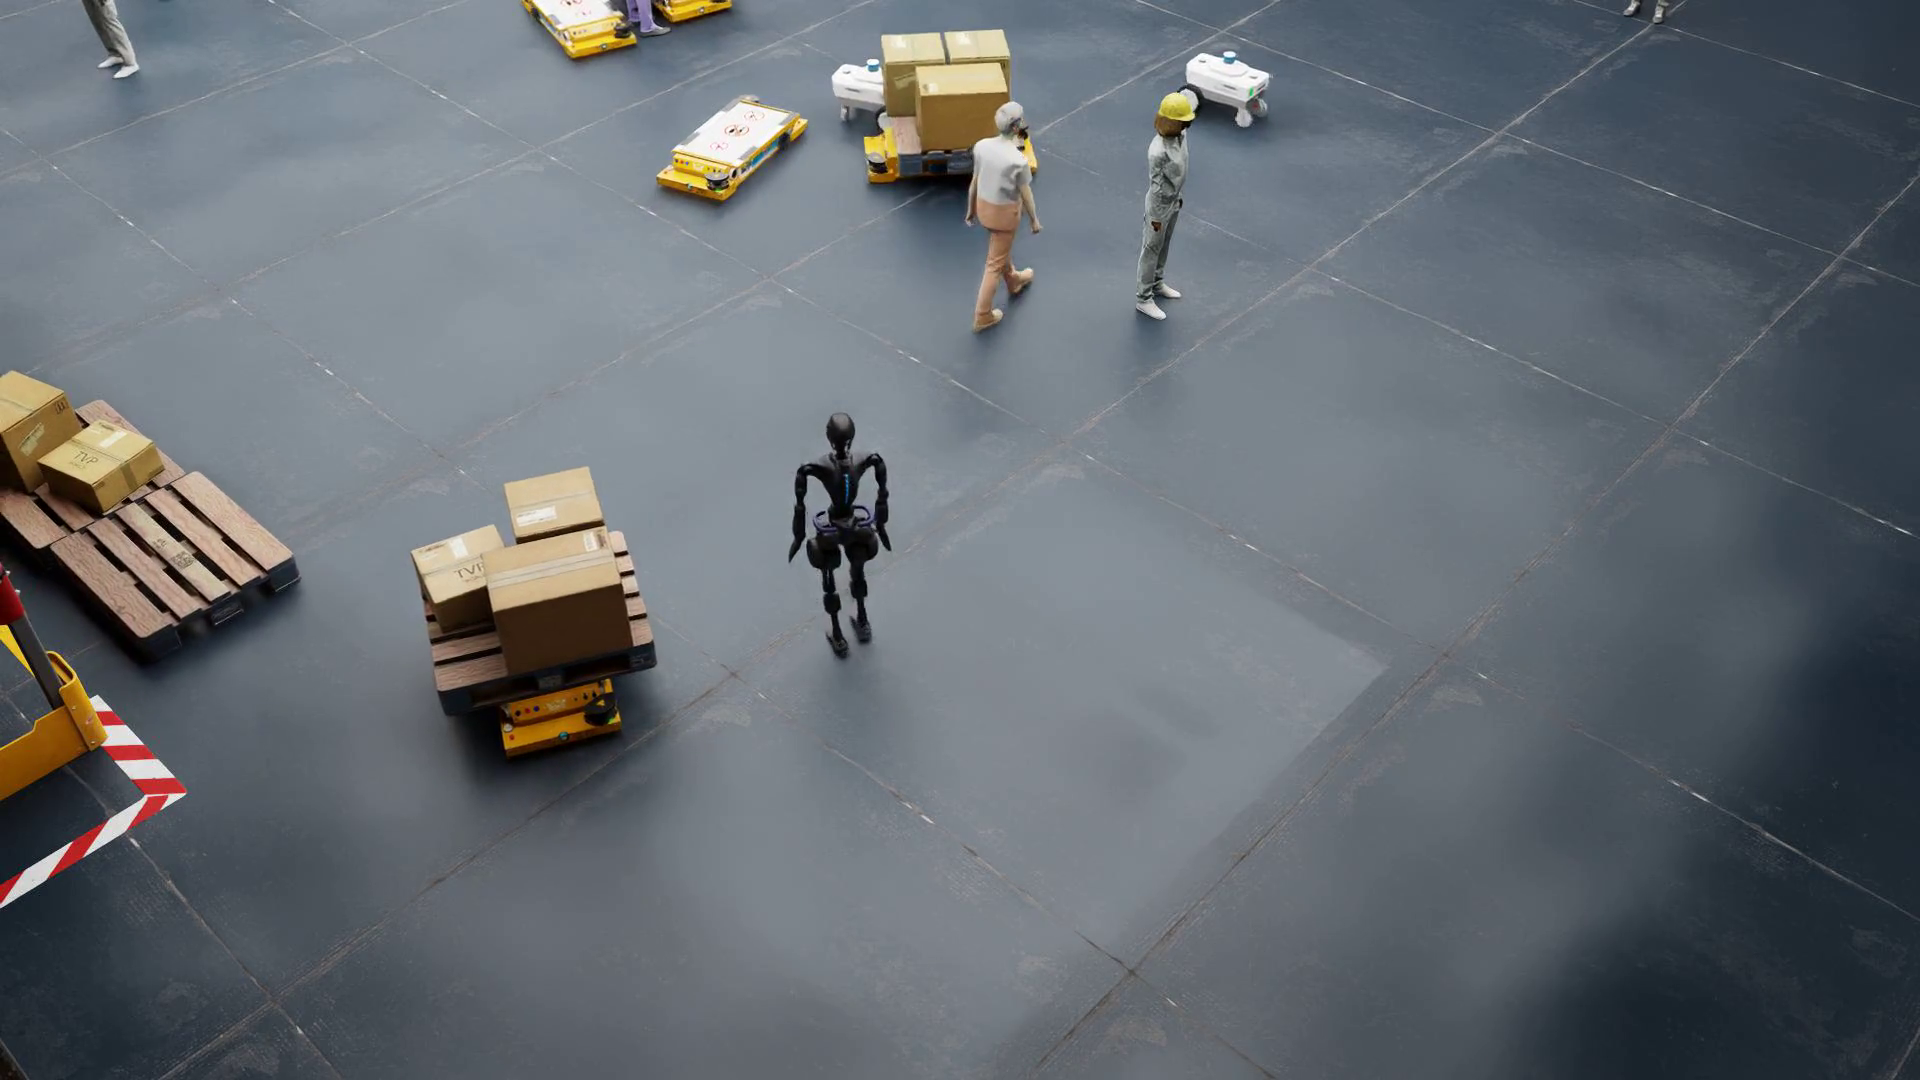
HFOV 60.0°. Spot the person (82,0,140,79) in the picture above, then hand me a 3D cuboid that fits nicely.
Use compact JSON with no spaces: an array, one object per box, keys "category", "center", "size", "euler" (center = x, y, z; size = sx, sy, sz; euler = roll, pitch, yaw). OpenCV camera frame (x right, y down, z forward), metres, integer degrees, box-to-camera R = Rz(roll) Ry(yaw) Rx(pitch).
[{"category":"person","center":[-7.873,-5.009,15.074],"size":[0.508,1.629,0.315],"euler":[30,50,29]}]

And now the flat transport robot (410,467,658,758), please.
[{"category":"flat transport robot","center":[-2.456,0.640,9.814],"size":[0.659,0.231,1.431],"euler":[-13,44,-14]}]

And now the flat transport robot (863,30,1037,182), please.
[{"category":"flat transport robot","center":[-0.091,-3.336,14.234],"size":[1.431,0.231,0.659],"euler":[-4,42,-5]}]

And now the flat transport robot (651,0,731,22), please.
[{"category":"flat transport robot","center":[-2.936,-5.630,16.783],"size":[0.659,0.231,1.431],"euler":[-24,47,-24]}]

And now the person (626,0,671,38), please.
[{"category":"person","center":[-3.068,-5.654,15.639],"size":[0.378,1.835,0.564],"euler":[-26,48,-26]}]

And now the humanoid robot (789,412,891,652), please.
[{"category":"humanoid robot","center":[-0.697,-0.037,9.533],"size":[0.606,1.659,0.442],"euler":[-13,44,-14]}]

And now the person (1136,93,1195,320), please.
[{"category":"person","center":[1.507,-2.455,12.153],"size":[0.294,1.744,0.485],"euler":[19,45,20]}]

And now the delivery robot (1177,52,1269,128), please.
[{"category":"delivery robot","center":[2.350,-4.053,14.830],"size":[0.805,0.612,0.499],"euler":[27,48,26]}]

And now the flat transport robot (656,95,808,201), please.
[{"category":"flat transport robot","center":[-1.942,-3.383,14.286],"size":[0.659,0.231,1.431],"euler":[18,45,19]}]

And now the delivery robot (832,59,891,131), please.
[{"category":"delivery robot","center":[-0.741,-3.953,14.693],"size":[0.749,0.578,0.505],"euler":[14,44,15]}]

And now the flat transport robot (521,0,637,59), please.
[{"category":"flat transport robot","center":[-3.737,-5.114,16.211],"size":[0.659,0.231,1.431],"euler":[-21,46,-22]}]

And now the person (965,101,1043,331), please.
[{"category":"person","center":[0.356,-2.405,12.124],"size":[0.487,1.699,0.868],"euler":[32,51,30]}]

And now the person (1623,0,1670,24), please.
[{"category":"person","center":[6.791,-5.896,15.911],"size":[0.567,1.834,0.401],"euler":[21,46,22]}]
